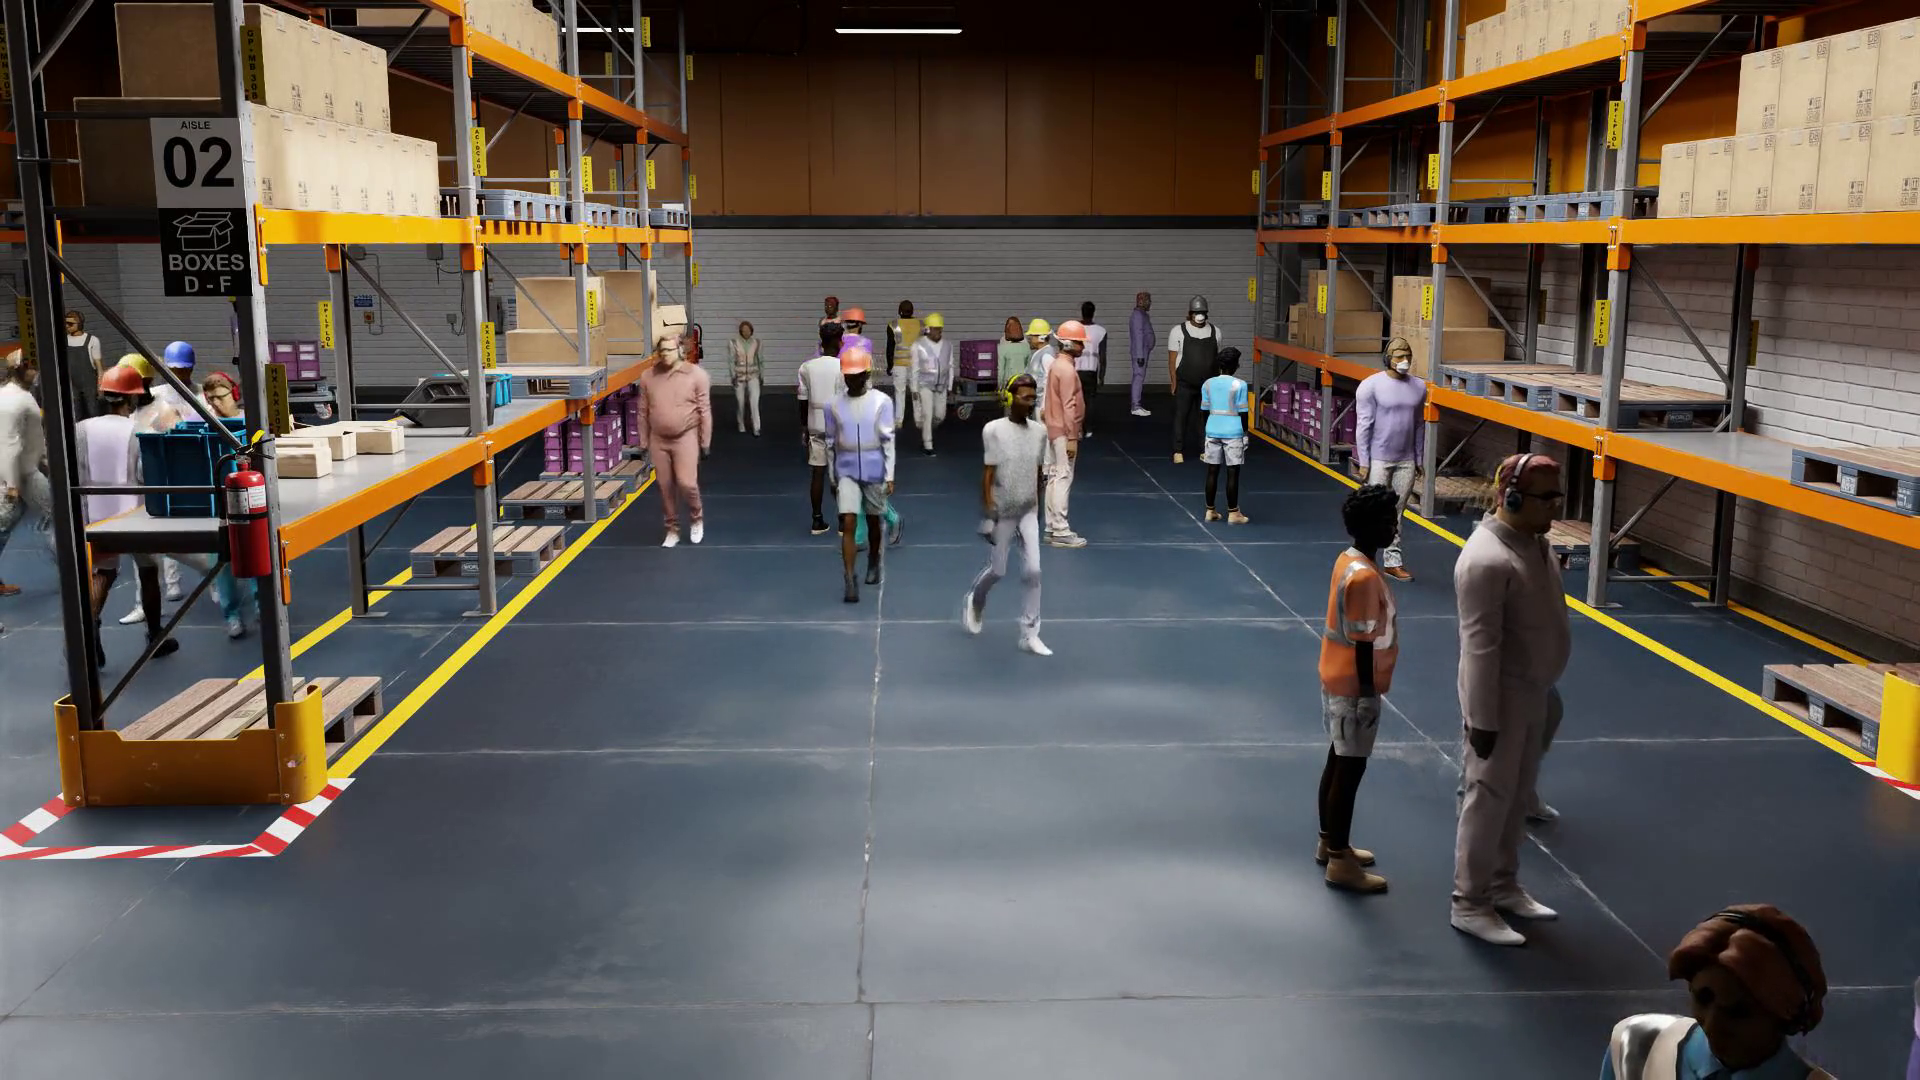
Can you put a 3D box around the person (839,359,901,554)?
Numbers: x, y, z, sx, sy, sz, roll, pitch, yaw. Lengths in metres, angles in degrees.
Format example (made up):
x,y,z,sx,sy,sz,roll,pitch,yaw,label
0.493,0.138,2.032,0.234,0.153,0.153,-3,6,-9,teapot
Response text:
x,y,z,sx,sy,sz,roll,pitch,yaw,label
-0.807,-0.746,14.322,0.496,1.750,0.528,-9,14,-42,person

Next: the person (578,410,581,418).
x,y,z,sx,sy,sz,roll,pitch,yaw,label
-5.340,-2.374,22.698,0.624,1.992,0.390,-5,11,-27,person

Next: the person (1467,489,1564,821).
x,y,z,sx,sy,sz,roll,pitch,yaw,label
2.567,0.480,7.542,0.541,1.719,0.497,7,12,34,person

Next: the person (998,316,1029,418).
x,y,z,sx,sy,sz,roll,pitch,yaw,label
0.742,-2.339,23.504,0.507,1.636,0.273,8,13,36,person

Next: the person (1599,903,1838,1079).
x,y,z,sx,sy,sz,roll,pitch,yaw,label
1.258,1.380,2.779,0.310,1.640,0.514,-8,13,-37,person

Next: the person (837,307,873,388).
x,y,z,sx,sy,sz,roll,pitch,yaw,label
-1.234,-1.773,19.574,0.566,1.908,0.484,5,11,26,person

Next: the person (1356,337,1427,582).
x,y,z,sx,sy,sz,roll,pitch,yaw,label
3.392,-0.621,13.092,0.627,1.941,0.373,-4,11,-20,person

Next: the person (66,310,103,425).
x,y,z,sx,sy,sz,roll,pitch,yaw,label
-10.835,-1.907,20.526,0.506,1.843,0.349,-1,10,-5,person

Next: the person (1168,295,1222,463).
x,y,z,sx,sy,sz,roll,pitch,yaw,label
2.880,-1.944,20.176,0.676,2.000,0.536,-2,10,-9,person

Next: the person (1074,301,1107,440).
x,y,z,sx,sy,sz,roll,pitch,yaw,label
1.700,-2.302,22.648,0.596,1.882,0.924,0,10,2,person

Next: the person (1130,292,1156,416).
x,y,z,sx,sy,sz,roll,pitch,yaw,label
2.825,-2.881,25.777,0.405,1.905,0.664,1,10,6,person

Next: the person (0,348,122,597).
x,y,z,sx,sy,sz,roll,pitch,yaw,label
-7.030,-0.509,12.620,1.020,1.883,0.626,-6,12,-31,person

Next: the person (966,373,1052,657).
x,y,z,sx,sy,sz,roll,pitch,yaw,label
0.319,-0.189,10.967,0.526,1.844,0.797,-5,11,-25,person

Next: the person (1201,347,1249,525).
x,y,z,sx,sy,sz,roll,pitch,yaw,label
2.532,-0.990,15.831,0.533,1.692,0.319,10,14,43,person

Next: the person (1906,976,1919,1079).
x,y,z,sx,sy,sz,roll,pitch,yaw,label
2.046,1.190,2.905,0.603,1.969,0.920,-1,10,-6,person

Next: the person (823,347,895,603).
x,y,z,sx,sy,sz,roll,pitch,yaw,label
-0.764,-0.530,12.703,0.543,1.903,0.963,0,10,-2,person

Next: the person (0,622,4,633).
x,y,z,sx,sy,sz,roll,pitch,yaw,label
-6.852,-0.344,11.263,0.611,2.040,0.392,4,11,21,person

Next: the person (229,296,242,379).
x,y,z,sx,sy,sz,roll,pitch,yaw,label
-11.286,-2.969,26.209,0.385,1.922,0.594,2,10,10,person

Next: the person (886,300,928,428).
x,y,z,sx,sy,sz,roll,pitch,yaw,label
-0.775,-2.534,24.019,0.626,1.844,0.429,-4,11,-22,person

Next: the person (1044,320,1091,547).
x,y,z,sx,sy,sz,roll,pitch,yaw,label
0.944,-0.940,14.717,0.393,1.990,0.617,-1,10,-8,person

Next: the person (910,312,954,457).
x,y,z,sx,sy,sz,roll,pitch,yaw,label
-0.375,-1.968,20.965,0.591,1.815,0.637,-5,11,-24,person

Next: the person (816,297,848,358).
x,y,z,sx,sy,sz,roll,pitch,yaw,label
-1.857,-2.603,24.336,0.592,1.890,0.472,6,12,30,person

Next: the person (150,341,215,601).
x,y,z,sx,sy,sz,roll,pitch,yaw,label
-5.808,-0.520,12.508,0.614,1.943,0.405,-7,12,-34,person

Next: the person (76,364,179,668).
x,y,z,sx,sy,sz,roll,pitch,yaw,label
-5.299,-0.146,10.493,0.583,1.918,0.748,0,10,-2,person

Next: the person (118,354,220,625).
x,y,z,sx,sy,sz,roll,pitch,yaw,label
-5.678,-0.379,11.828,0.593,1.906,0.720,5,11,24,person

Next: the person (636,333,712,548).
x,y,z,sx,sy,sz,roll,pitch,yaw,label
-2.516,-0.863,14.571,0.642,1.895,0.423,2,10,9,person

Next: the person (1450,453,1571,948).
x,y,z,sx,sy,sz,roll,pitch,yaw,label
2.121,0.604,6.398,0.403,1.897,0.654,7,13,35,person

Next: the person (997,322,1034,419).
x,y,z,sx,sy,sz,roll,pitch,yaw,label
0.722,-2.027,21.764,0.500,1.636,0.283,-3,11,-16,person

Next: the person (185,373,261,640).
x,y,z,sx,sy,sz,roll,pitch,yaw,label
-4.929,-0.232,11.305,0.648,1.796,0.784,-4,11,-21,person

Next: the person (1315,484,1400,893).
x,y,z,sx,sy,sz,roll,pitch,yaw,label
1.662,0.603,6.943,0.317,1.696,0.540,1,10,6,person

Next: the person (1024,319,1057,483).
x,y,z,sx,sy,sz,roll,pitch,yaw,label
0.892,-1.546,18.547,0.404,1.827,0.600,-1,10,-8,person

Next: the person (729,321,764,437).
x,y,z,sx,sy,sz,roll,pitch,yaw,label
-2.980,-2.264,23.202,0.496,1.592,0.861,-2,10,-11,person

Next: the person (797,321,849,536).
x,y,z,sx,sy,sz,roll,pitch,yaw,label
-1.177,-1.016,15.215,0.616,1.963,0.361,4,11,21,person
